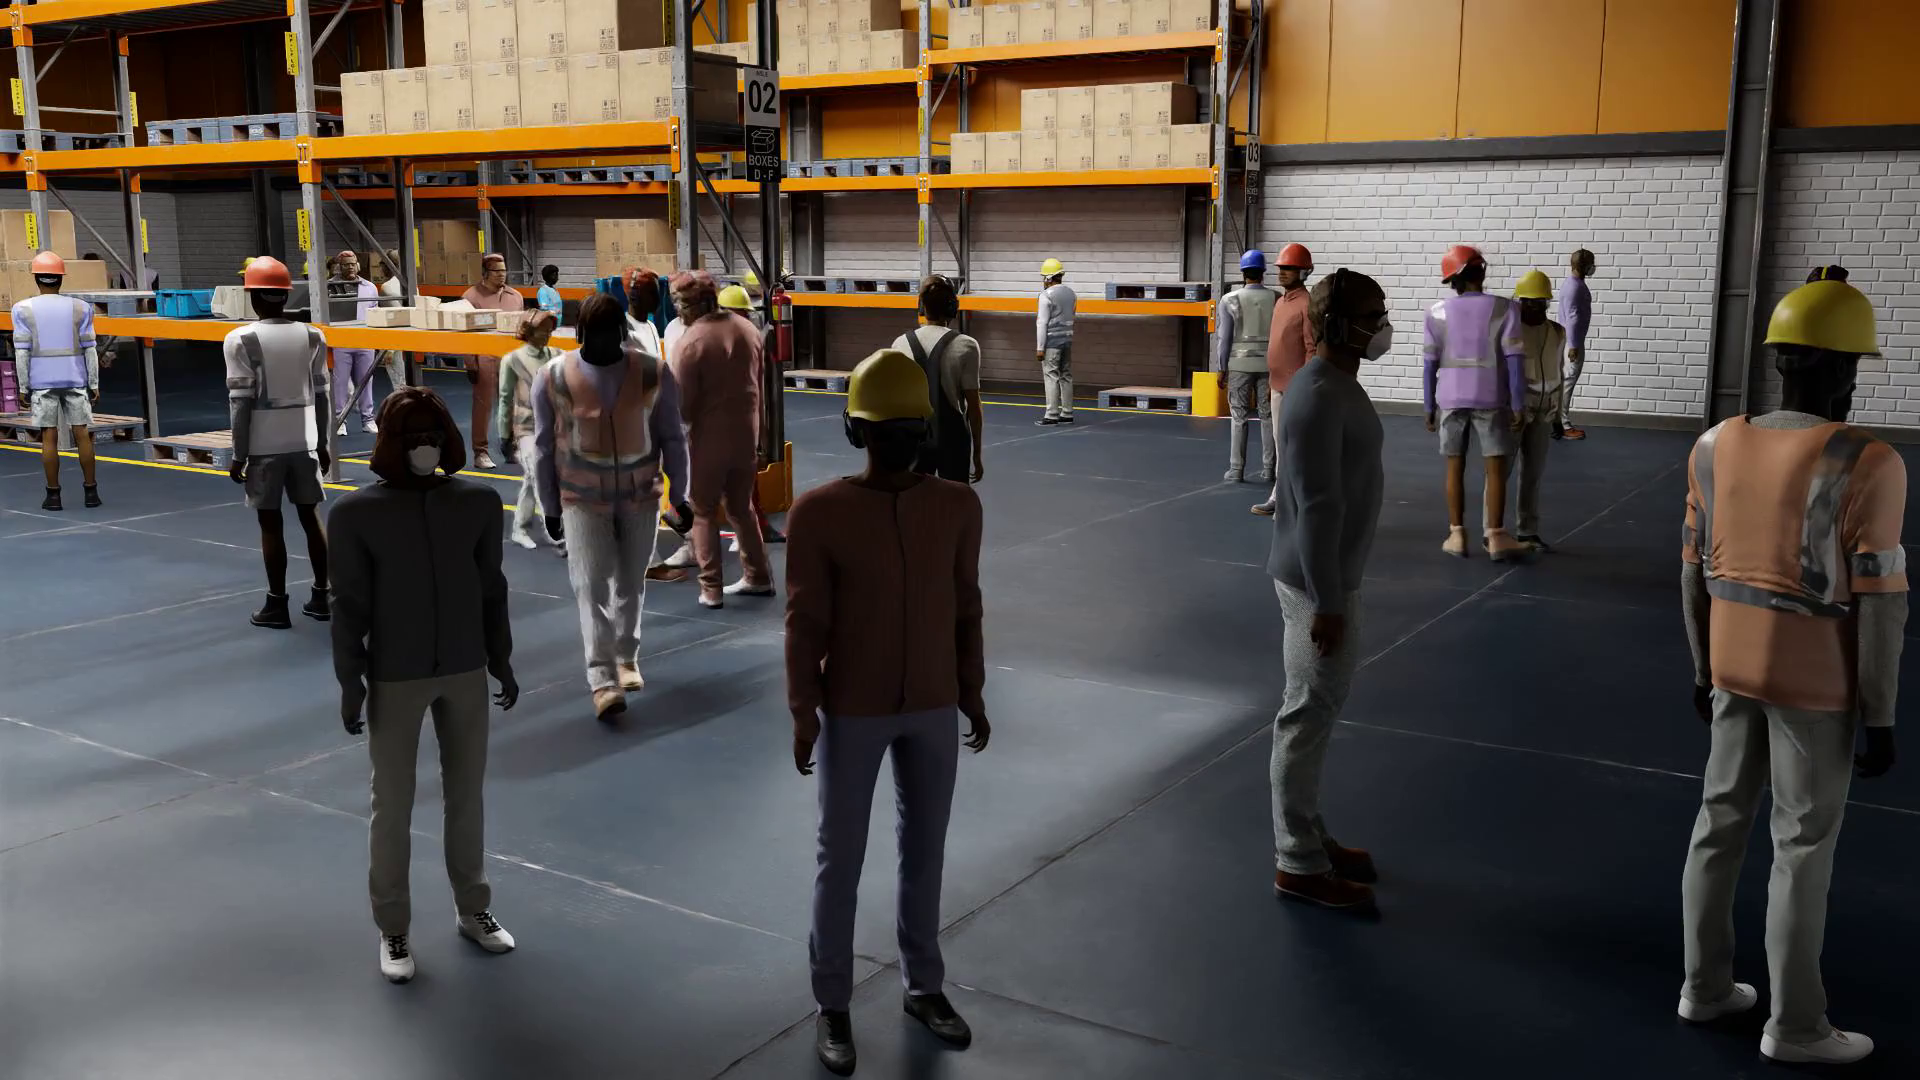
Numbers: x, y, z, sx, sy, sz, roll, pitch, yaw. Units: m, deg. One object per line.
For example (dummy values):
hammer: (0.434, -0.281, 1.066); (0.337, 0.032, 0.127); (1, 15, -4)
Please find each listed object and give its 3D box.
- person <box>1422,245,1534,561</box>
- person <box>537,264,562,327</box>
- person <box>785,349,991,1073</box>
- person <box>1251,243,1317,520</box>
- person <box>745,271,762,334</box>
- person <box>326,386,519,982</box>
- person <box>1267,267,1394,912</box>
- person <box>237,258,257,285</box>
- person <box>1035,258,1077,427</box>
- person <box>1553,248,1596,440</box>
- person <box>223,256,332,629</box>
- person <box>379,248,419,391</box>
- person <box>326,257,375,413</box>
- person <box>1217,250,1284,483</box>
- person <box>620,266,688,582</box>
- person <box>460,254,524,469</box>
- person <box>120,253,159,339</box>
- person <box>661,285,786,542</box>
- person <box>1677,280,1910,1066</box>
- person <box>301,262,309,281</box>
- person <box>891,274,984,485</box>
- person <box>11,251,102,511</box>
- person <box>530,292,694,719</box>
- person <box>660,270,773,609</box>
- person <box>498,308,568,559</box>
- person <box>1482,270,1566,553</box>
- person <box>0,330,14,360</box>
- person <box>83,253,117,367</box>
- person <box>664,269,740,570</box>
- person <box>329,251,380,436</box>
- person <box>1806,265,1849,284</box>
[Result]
person: (3.306, -0.878, 10.641); (0.734, 1.990, 0.521); (5, 12, 28)
person: (-5.558, -2.890, 22.600); (0.318, 1.695, 0.534); (1, 10, 4)
person: (-0.166, 0.416, 4.089); (0.535, 1.767, 0.317); (-5, 11, -26)
person: (2.392, -1.134, 12.034); (0.370, 1.996, 0.622); (-3, 11, -16)
person: (-2.132, -1.948, 17.357); (0.506, 1.696, 0.888); (1, 10, 4)
person: (-1.477, 0.386, 4.619); (0.507, 1.633, 0.276); (-8, 13, -38)
person: (1.135, 0.144, 5.115); (0.372, 1.940, 0.627); (3, 11, 15)
person: (-7.459, -2.076, 17.706); (0.403, 1.835, 0.588); (-9, 14, -42)
person: (1.030, -2.147, 18.143); (0.405, 1.823, 0.591); (8, 13, 38)
person: (6.274, -2.001, 17.001); (0.356, 1.936, 0.638); (4, 11, 21)
person: (-3.570, -0.505, 8.715); (0.361, 1.935, 0.553); (9, 13, 40)
person: (-5.606, -1.941, 16.667); (0.352, 1.937, 0.635); (1, 10, 4)
person: (-7.274, -2.407, 19.579); (0.970, 1.818, 0.544); (4, 11, 23)
person: (2.440, -1.444, 13.918); (0.605, 1.938, 0.412); (-1, 10, -5)
person: (-1.876, -0.682, 9.889); (0.396, 1.884, 0.594); (1, 10, 5)
person: (-4.128, -1.587, 14.839); (0.396, 1.899, 0.636); (9, 13, 40)
person: (-13.701, -3.928, 27.823); (0.604, 1.889, 0.781); (-6, 12, -30)
person: (-1.601, -0.838, 11.138); (0.868, 1.729, 0.532); (0, 10, 1)
person: (2.046, 0.332, 4.109); (0.365, 1.927, 0.587); (-5, 11, -26)
person: (-7.912, -2.543, 20.487); (0.311, 1.768, 0.524); (2, 10, 10)
person: (-0.113, -0.475, 8.808); (0.509, 1.846, 0.342); (3, 11, 19)
person: (-6.782, -1.189, 12.504); (0.553, 1.935, 0.364); (-7, 12, -35)
person: (-1.484, -0.155, 7.165); (0.643, 1.793, 0.965); (-4, 11, -20)
person: (-1.327, -0.537, 9.123); (0.401, 1.863, 0.693); (8, 13, 36)
person: (-2.663, -0.682, 10.659); (0.916, 1.579, 0.506); (8, 13, 37)
person: (3.638, -0.815, 10.731); (0.599, 1.827, 0.404); (-2, 11, -13)
person: (-14.725, -3.691, 26.081); (0.700, 2.000, 0.873); (3, 11, 14)
person: (-13.784, -3.663, 26.549); (0.452, 1.823, 0.640); (0, 10, -1)
person: (-1.609, -0.784, 10.538); (0.672, 1.848, 0.976); (7, 13, 36)
person: (-6.319, -2.040, 17.304); (0.638, 1.909, 0.408); (-8, 13, -38)
person: (5.270, -0.754, 10.282); (0.336, 1.873, 0.521); (6, 12, 29)
